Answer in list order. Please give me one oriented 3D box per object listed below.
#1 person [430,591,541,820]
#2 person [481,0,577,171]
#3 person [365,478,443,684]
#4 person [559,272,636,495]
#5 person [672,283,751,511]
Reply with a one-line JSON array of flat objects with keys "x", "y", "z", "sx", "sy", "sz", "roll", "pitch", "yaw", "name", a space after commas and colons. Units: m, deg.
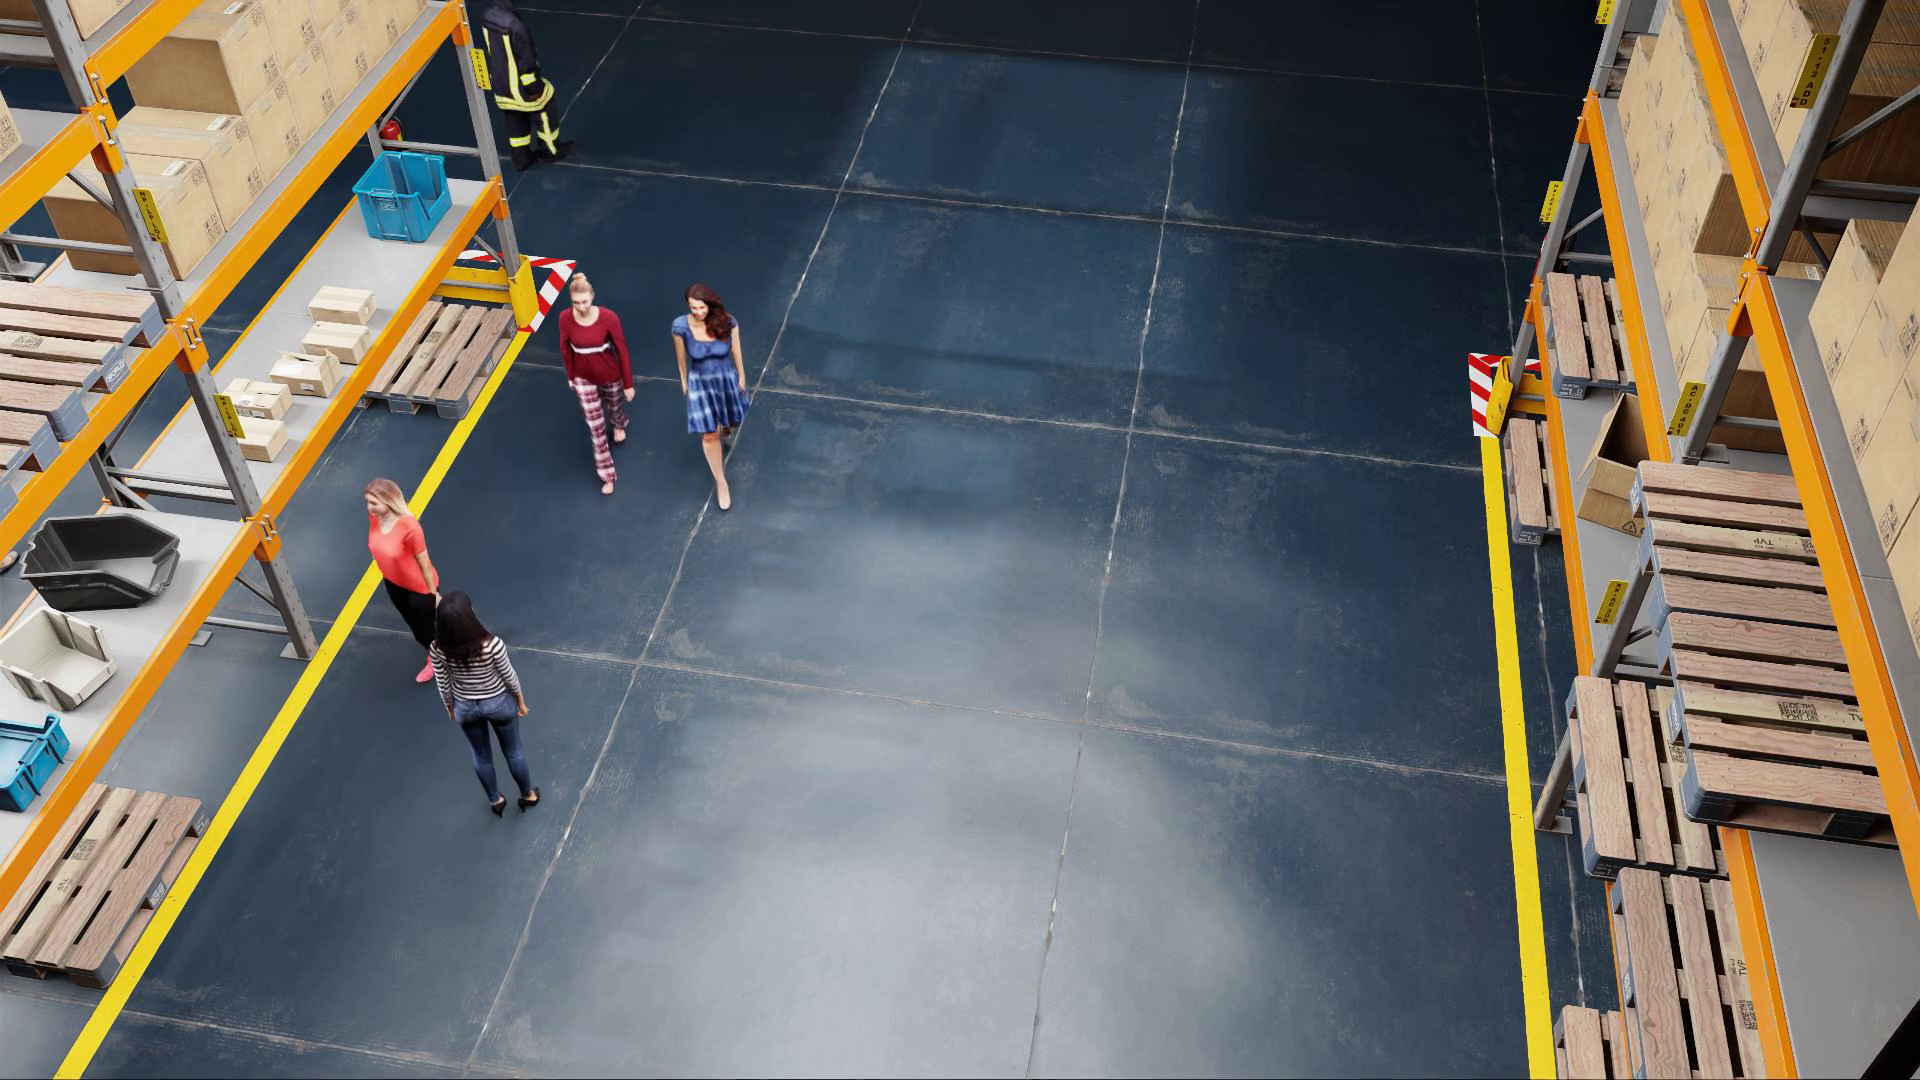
[{"x": -2.772, "y": 0.986, "z": 9.693, "sx": 0.654, "sy": 1.794, "sz": 0.609, "roll": -4, "pitch": 44, "yaw": -5, "name": "person"}, {"x": -4.083, "y": -4.198, "z": 15.122, "sx": 0.953, "sy": 1.810, "sz": 1.019, "roll": 28, "pitch": 50, "yaw": 26, "name": "person"}, {"x": -3.411, "y": 0.225, "z": 10.573, "sx": 0.727, "sy": 1.681, "sz": 0.791, "roll": 23, "pitch": 48, "yaw": 22, "name": "person"}, {"x": -2.618, "y": -1.233, "z": 12.129, "sx": 0.860, "sy": 1.646, "sz": 1.161, "roll": -5, "pitch": 44, "yaw": -5, "name": "person"}, {"x": -1.752, "y": -1.103, "z": 11.897, "sx": 0.884, "sy": 1.777, "sz": 1.148, "roll": -7, "pitch": 44, "yaw": -7, "name": "person"}]
